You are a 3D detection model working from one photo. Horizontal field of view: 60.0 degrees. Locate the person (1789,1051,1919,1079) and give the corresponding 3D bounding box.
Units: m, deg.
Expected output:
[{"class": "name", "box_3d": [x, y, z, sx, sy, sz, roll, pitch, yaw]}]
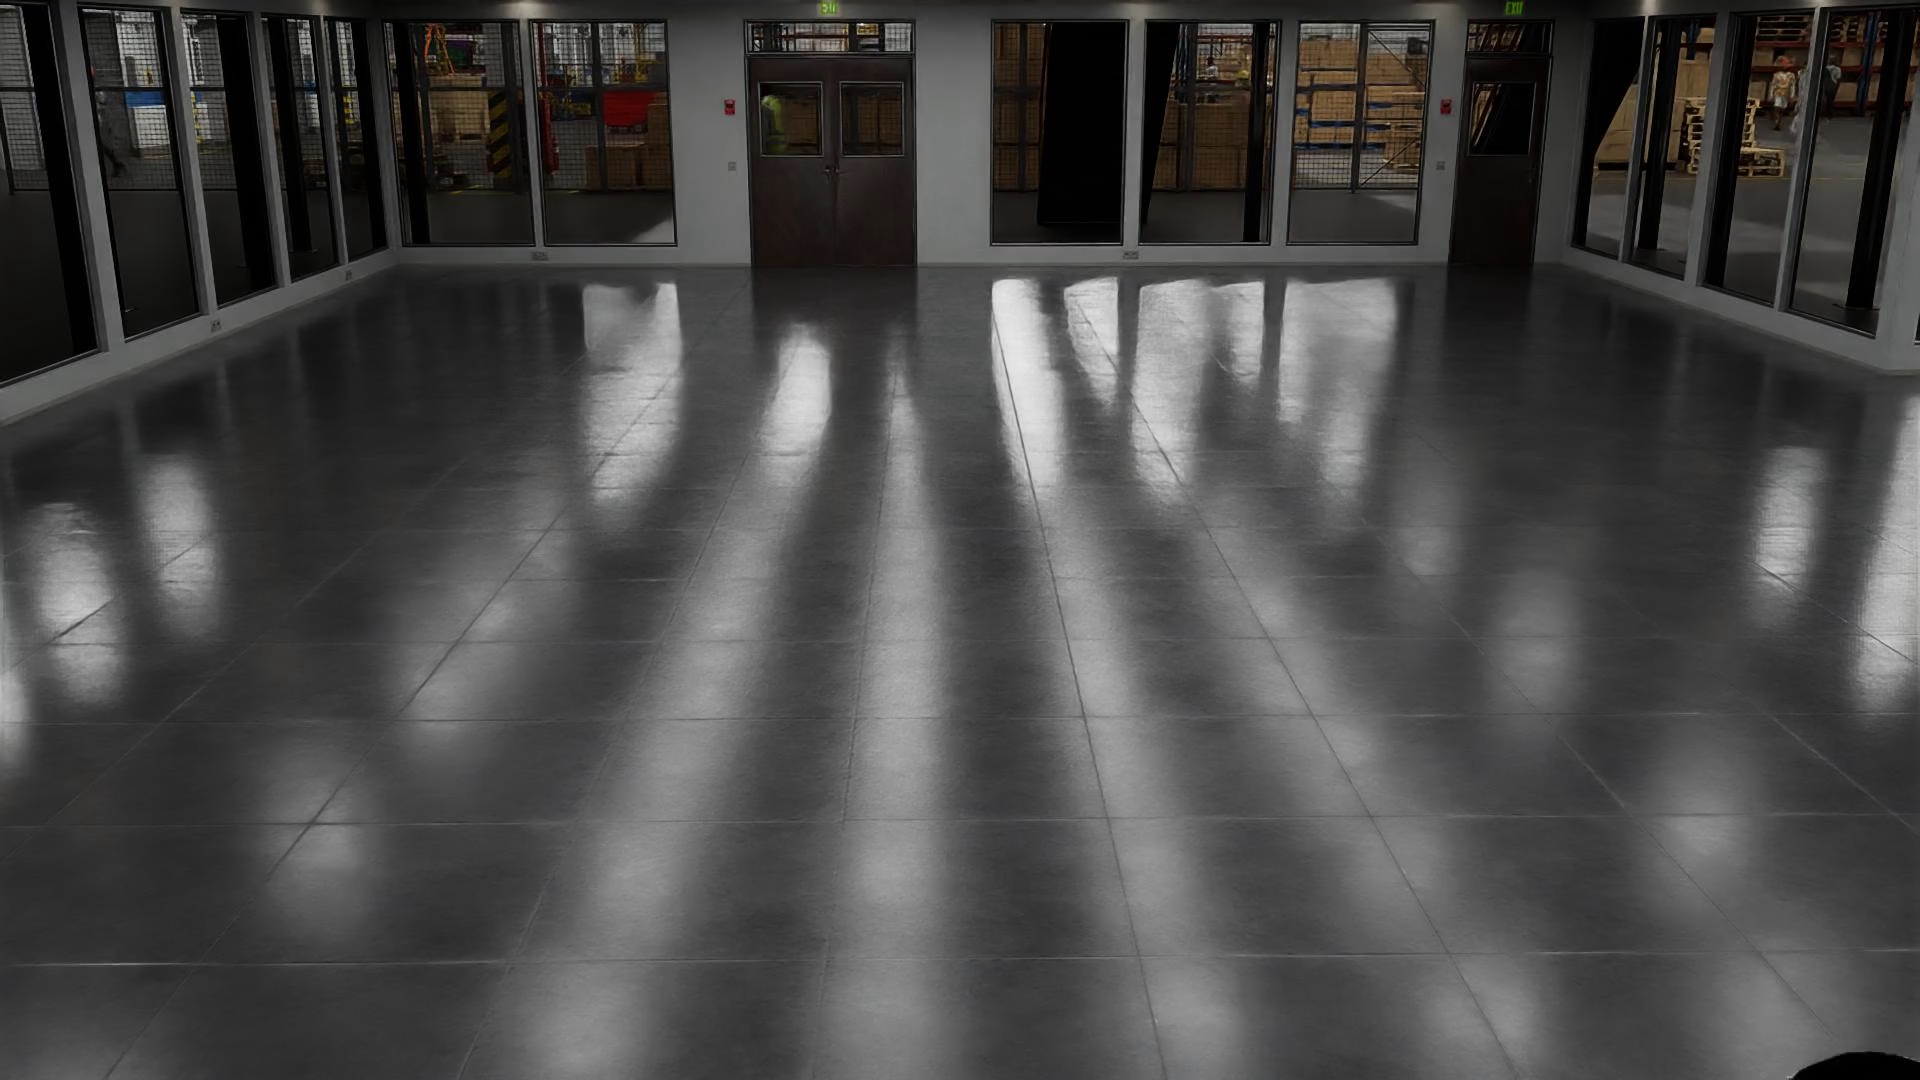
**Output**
[{"class": "person", "box_3d": [0.444, 0.961, 0.895, 0.497, 1.880, 0.700, 6, 17, 19]}]
